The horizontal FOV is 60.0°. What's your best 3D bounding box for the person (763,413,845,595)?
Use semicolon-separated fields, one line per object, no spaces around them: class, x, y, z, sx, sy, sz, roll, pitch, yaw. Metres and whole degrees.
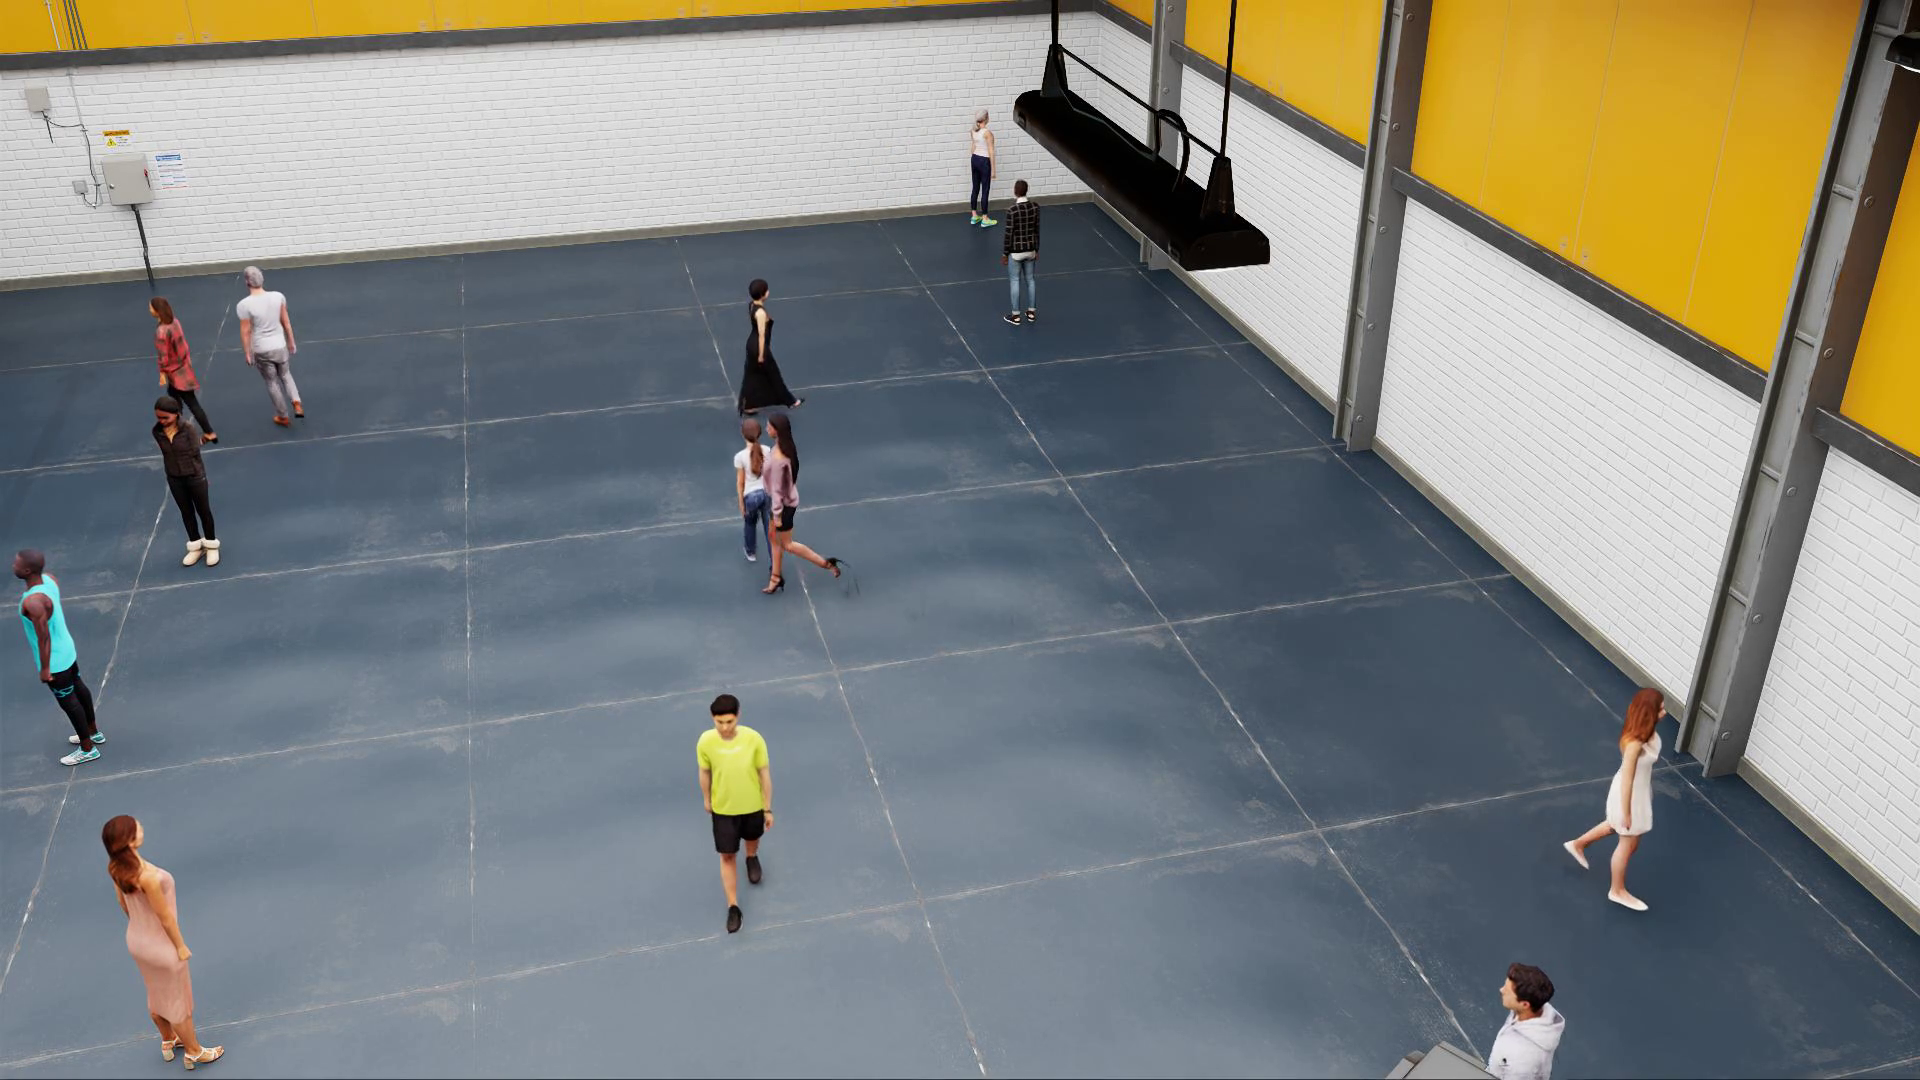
person;-1.471;-0.279;14.743;0.894;1.792;1.015;2;29;3

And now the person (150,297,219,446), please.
person;-8.173;-1.771;17.596;0.782;1.680;0.830;-2;29;-4

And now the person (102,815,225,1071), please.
person;-4.758;2.380;9.825;0.646;1.833;0.711;16;33;27

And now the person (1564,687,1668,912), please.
person;4.464;1.686;11.235;0.977;1.701;0.907;17;33;28

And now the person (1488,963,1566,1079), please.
person;2.944;2.999;8.608;0.936;1.913;0.867;11;31;20

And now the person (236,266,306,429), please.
person;-7.410;-2.038;17.943;0.884;1.815;0.842;24;37;37

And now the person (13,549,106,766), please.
person;-6.848;0.868;12.621;0.673;1.811;0.459;-5;29;-10

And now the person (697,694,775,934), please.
person;-1.491;1.717;11.220;0.699;1.662;1.094;-4;29;-8

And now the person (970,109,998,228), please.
person;0.311;-5.458;24.330;0.737;1.703;0.626;-25;37;-38

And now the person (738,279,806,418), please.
person;-2.285;-2.072;18.263;0.804;1.569;0.980;-16;32;-26

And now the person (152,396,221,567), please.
person;-7.182;-0.589;15.449;0.661;1.659;0.608;-7;29;-13

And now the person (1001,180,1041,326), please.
person;0.779;-3.606;20.812;0.709;1.821;0.624;-13;31;-23

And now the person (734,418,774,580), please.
person;-1.804;-0.347;15.143;0.549;1.529;1.069;-9;30;-16
